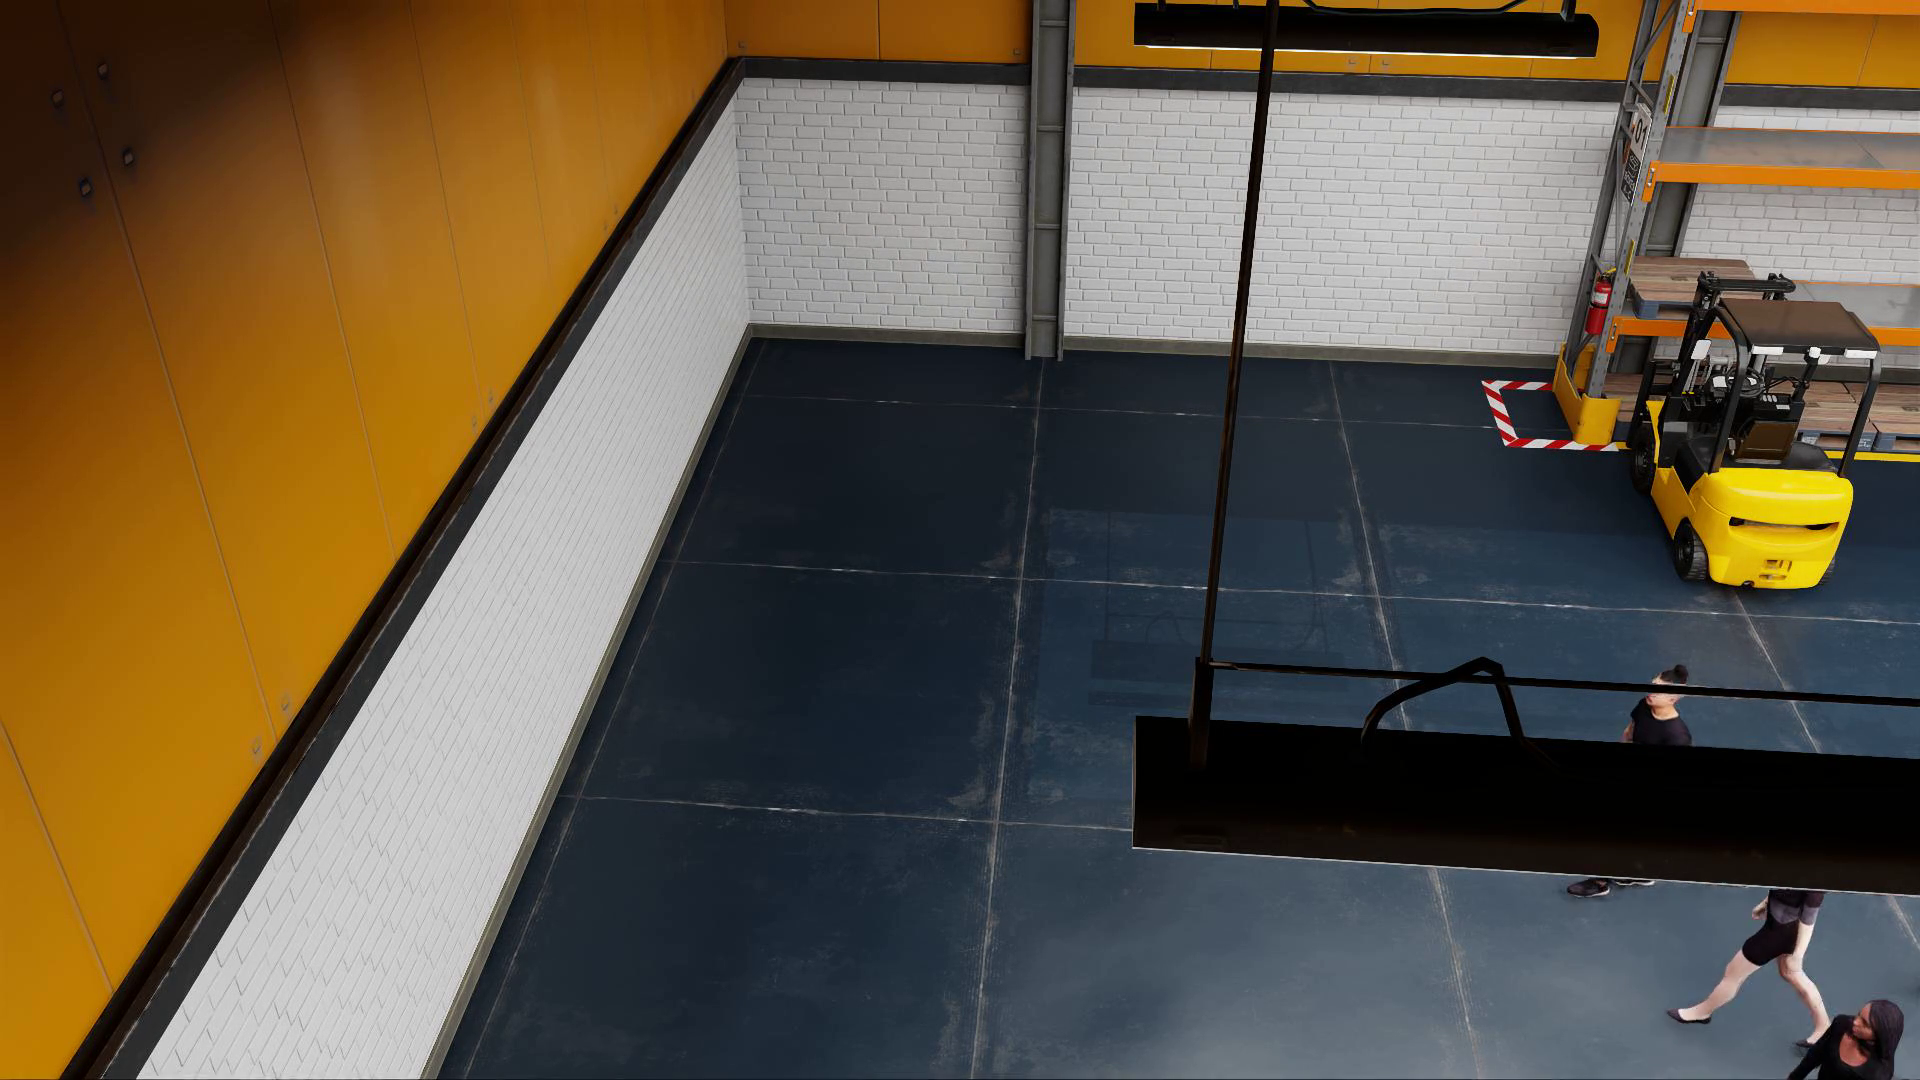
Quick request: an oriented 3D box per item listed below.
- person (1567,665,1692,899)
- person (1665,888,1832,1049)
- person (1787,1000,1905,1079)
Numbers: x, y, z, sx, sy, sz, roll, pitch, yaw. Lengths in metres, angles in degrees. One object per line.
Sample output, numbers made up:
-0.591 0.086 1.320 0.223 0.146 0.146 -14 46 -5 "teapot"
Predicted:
4.489 1.560 10.661 0.883 1.842 0.745 -1 34 -1 "person"
4.847 2.298 9.599 1.231 1.787 0.828 12 35 17 "person"
4.624 2.993 8.655 1.196 1.676 0.612 3 34 5 "person"
